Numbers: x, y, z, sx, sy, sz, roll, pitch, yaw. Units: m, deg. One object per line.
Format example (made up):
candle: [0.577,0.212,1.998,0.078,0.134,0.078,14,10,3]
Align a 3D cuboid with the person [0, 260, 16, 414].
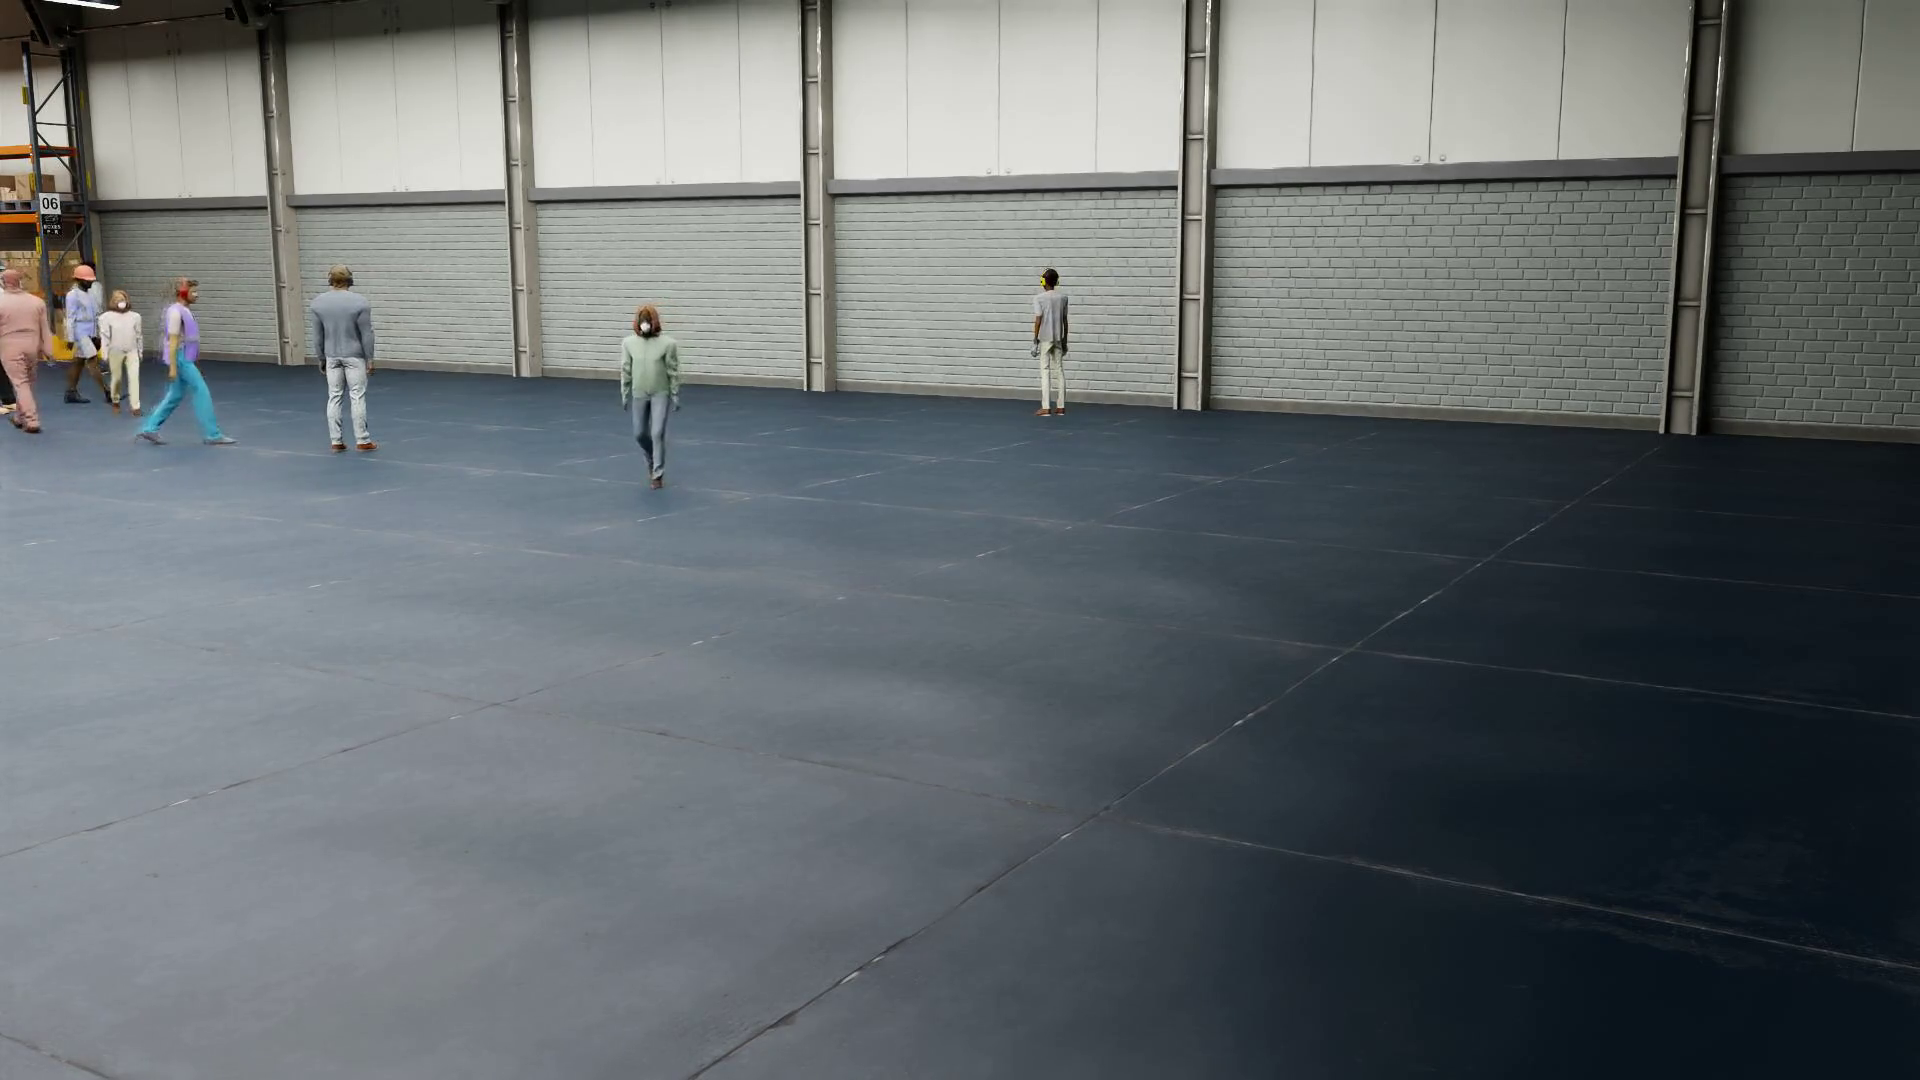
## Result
person: [-12.362,-2.648,21.444,0.536,2.000,0.676,1,10,5]

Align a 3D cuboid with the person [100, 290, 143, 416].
person: [-10.688,-2.383,21.192,0.509,1.599,0.806,-8,13,-40]

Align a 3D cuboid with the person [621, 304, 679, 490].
person: [-2.713,-1.271,14.641,0.507,1.617,0.606,0,10,3]

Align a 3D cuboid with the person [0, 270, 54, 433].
person: [-10.899,-2.174,19.195,1.014,1.852,0.670,7,12,37]

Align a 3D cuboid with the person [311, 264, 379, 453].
person: [-6.315,-1.853,17.098,0.647,1.937,0.356,1,10,5]

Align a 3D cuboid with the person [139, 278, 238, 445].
person: [-8.349,-1.899,17.799,0.956,1.797,0.570,-3,10,-17]

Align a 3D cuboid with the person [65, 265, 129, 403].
person: [-11.896,-2.809,22.817,0.938,1.882,0.536,-1,10,-4]

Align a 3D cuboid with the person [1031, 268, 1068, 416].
person: [1.136,-2.507,21.118,0.513,1.872,0.331,-5,11,-27]

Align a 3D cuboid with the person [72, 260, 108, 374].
person: [-14.925,-3.811,28.518,0.521,1.949,0.613,4,10,21]
